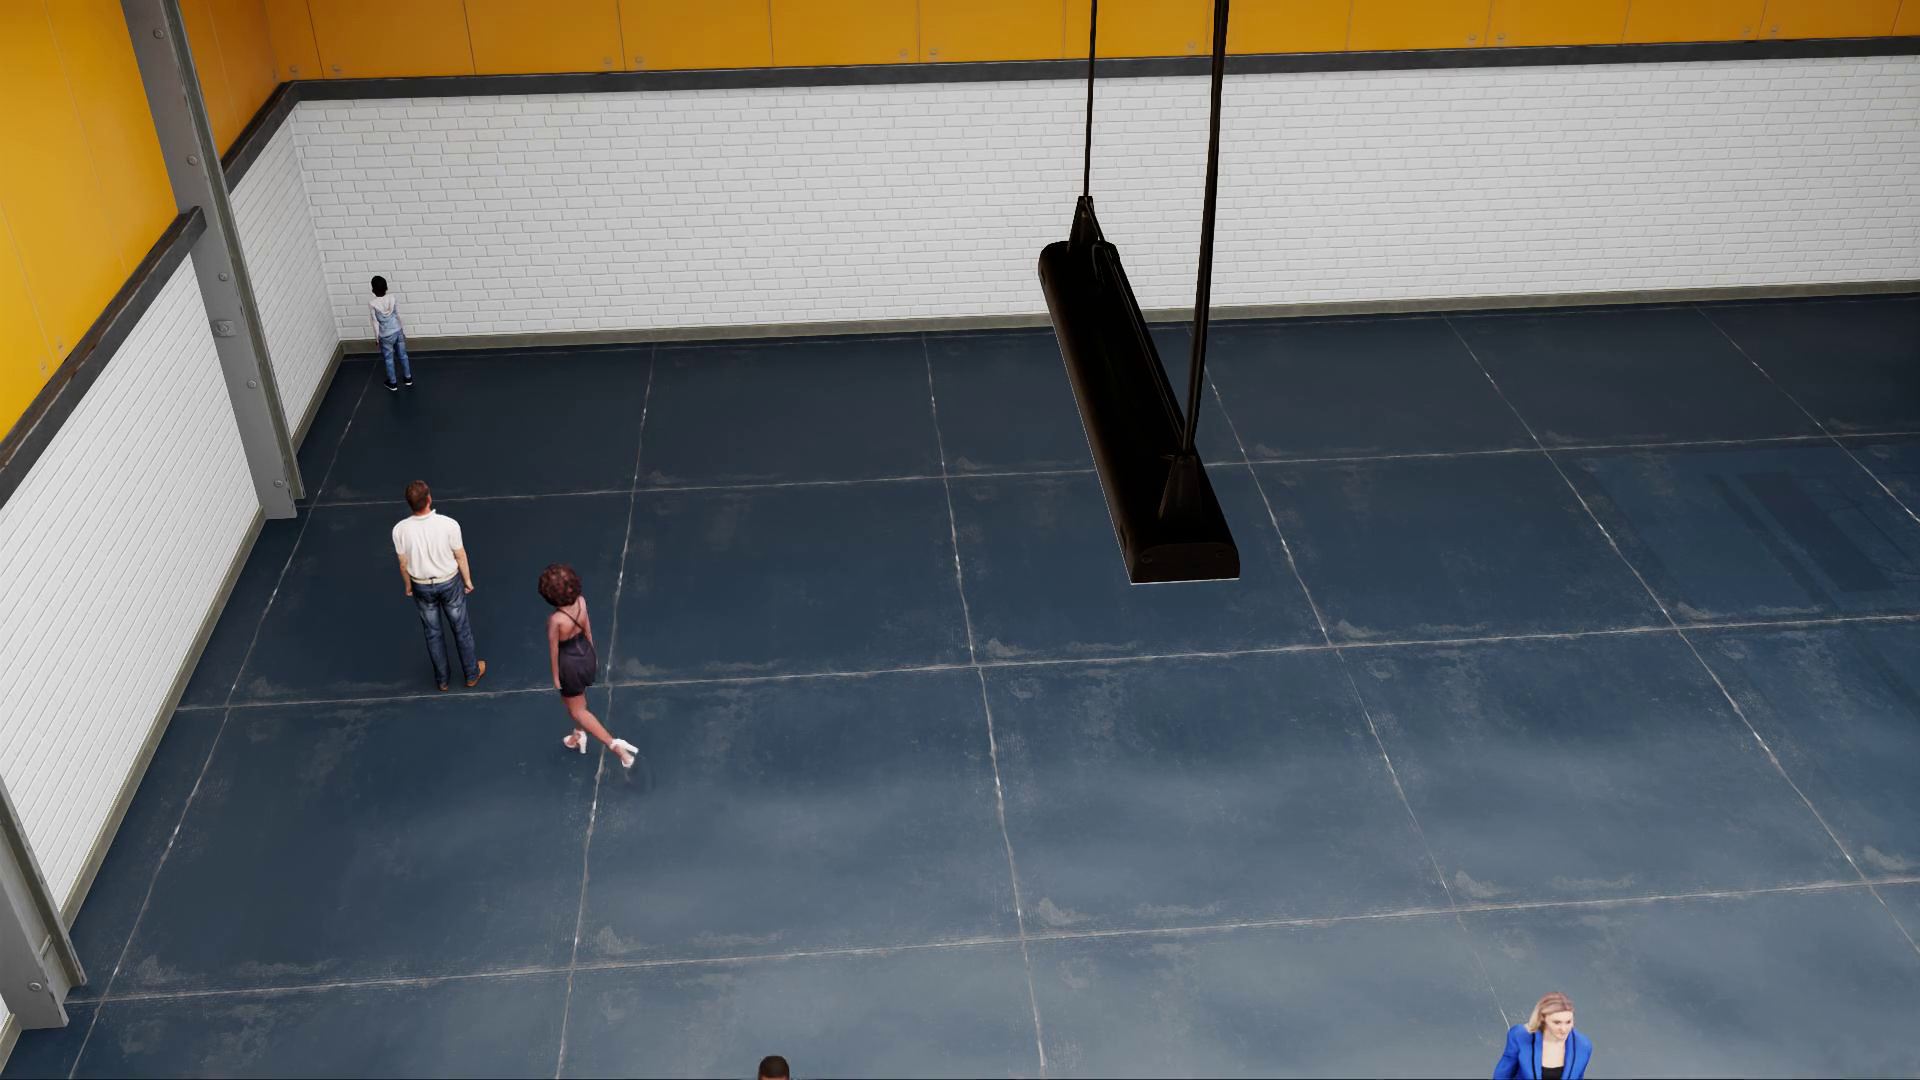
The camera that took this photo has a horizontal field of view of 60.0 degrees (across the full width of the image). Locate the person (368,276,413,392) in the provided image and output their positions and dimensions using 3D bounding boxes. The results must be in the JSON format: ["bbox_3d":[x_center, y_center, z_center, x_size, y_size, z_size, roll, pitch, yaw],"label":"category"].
[{"bbox_3d":[-5.974,-2.178,17.386,0.570,1.261,0.615,-24,41,-32],"label":"person"}]

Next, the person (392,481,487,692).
[{"bbox_3d":[-4.104,0.362,13.030,0.677,1.853,0.572,-5,34,-8],"label":"person"}]

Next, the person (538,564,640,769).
[{"bbox_3d":[-2.750,0.975,12.186,0.979,1.766,1.030,17,37,24],"label":"person"}]

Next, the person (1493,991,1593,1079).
[{"bbox_3d":[3.114,3.088,9.067,0.660,1.700,0.608,3,34,5],"label":"person"}]
